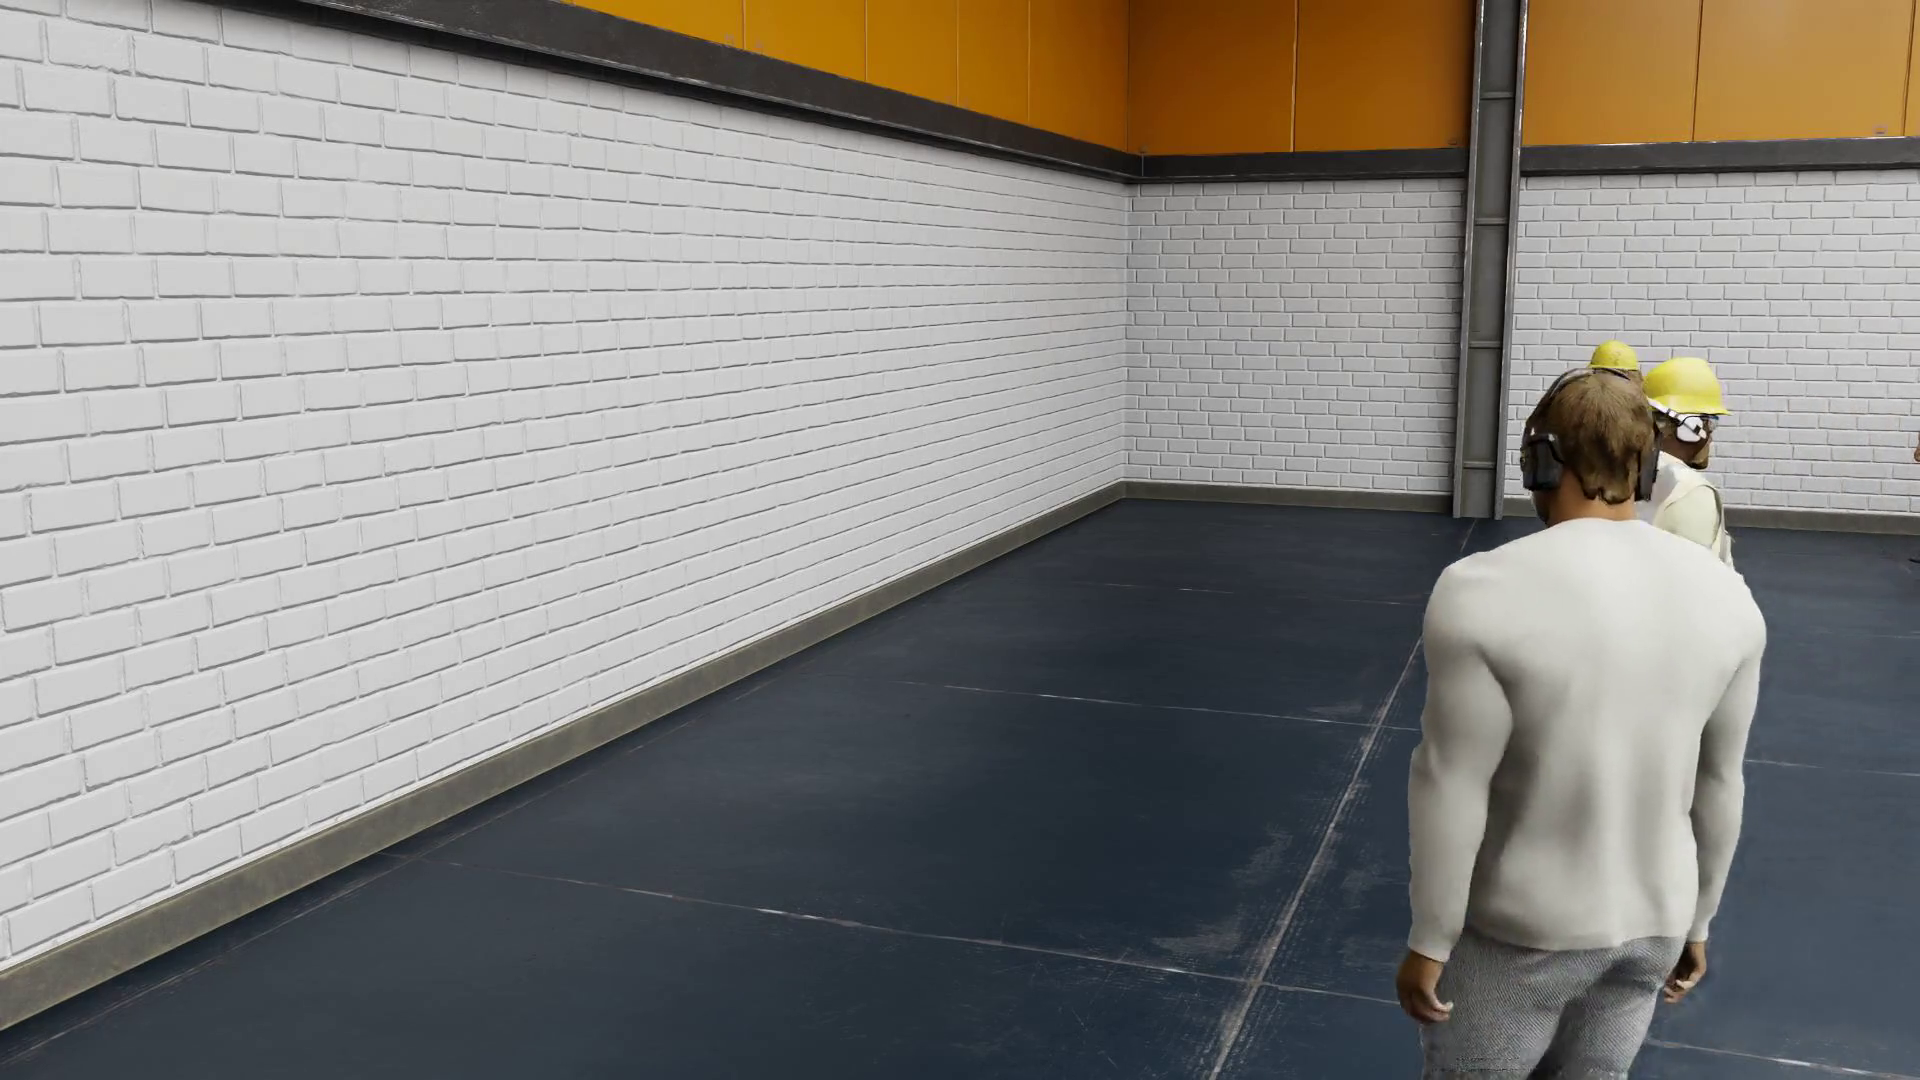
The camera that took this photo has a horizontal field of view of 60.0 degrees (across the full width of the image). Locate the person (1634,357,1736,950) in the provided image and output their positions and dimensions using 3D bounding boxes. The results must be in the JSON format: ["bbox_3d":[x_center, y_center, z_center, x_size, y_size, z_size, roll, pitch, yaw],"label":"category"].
[{"bbox_3d":[2.155,0.350,5.153,0.403,1.825,0.596,-1,9,-3],"label":"person"}]

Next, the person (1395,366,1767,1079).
[{"bbox_3d":[1.073,0.668,2.846,0.637,1.918,0.549,-3,9,-16],"label":"person"}]

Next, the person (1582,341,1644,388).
[{"bbox_3d":[3.265,-0.130,8.407,0.305,1.743,0.494,1,9,7],"label":"person"}]

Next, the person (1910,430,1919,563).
[{"bbox_3d":[7.073,-0.692,11.873,0.526,1.765,0.329,-1,9,-5],"label":"person"}]
